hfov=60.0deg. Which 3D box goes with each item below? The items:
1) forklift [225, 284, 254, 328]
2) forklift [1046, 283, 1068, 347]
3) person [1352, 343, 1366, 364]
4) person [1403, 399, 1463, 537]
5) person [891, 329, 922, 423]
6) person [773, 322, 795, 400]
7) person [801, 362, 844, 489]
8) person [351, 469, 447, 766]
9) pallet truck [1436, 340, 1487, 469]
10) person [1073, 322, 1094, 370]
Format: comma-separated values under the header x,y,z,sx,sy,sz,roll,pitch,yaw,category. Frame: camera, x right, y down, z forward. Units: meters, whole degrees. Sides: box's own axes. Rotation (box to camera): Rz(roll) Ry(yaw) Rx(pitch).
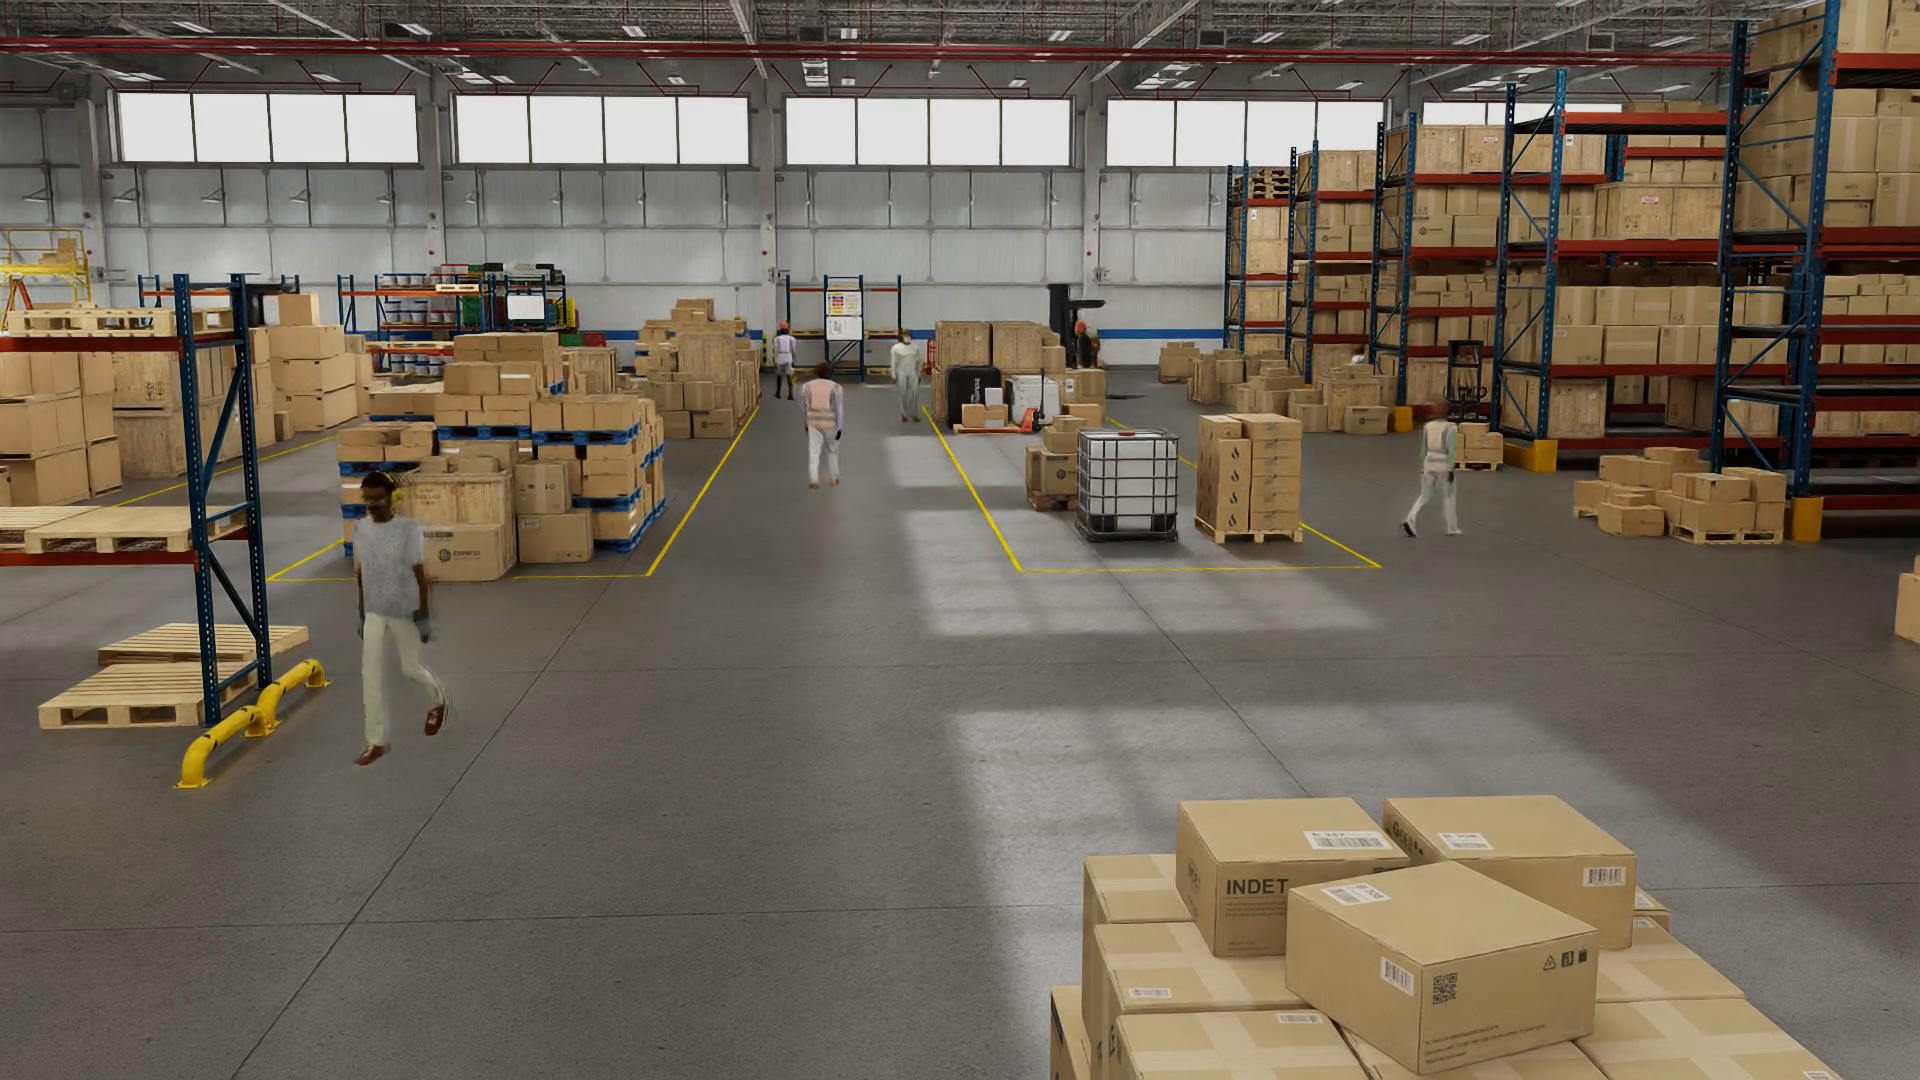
x,y,z,sx,sy,sz,roll,pitch,yaw,category
-16.453,-4.480,38.161,1.873,2.768,1.129,-2,9,-10,forklift
2.348,-4.768,39.972,1.873,2.768,1.129,2,9,14,forklift
8.339,-3.339,34.992,0.822,1.602,0.512,-1,9,-8,person
5.488,-0.824,19.209,0.786,1.605,0.521,-6,11,-32,person
-1.064,-3.342,34.059,0.665,1.903,0.903,-3,9,-17,person
-4.275,-4.360,40.509,0.552,1.892,0.956,-3,9,-17,person
-1.948,-1.624,23.623,0.623,1.804,0.926,1,9,6,person
-3.575,0.446,10.558,0.528,1.832,0.880,2,9,10,person
8.004,-2.170,26.422,0.823,1.965,1.885,2,9,14,pallet truck
2.902,-4.134,39.000,1.082,1.925,0.636,6,11,35,person
